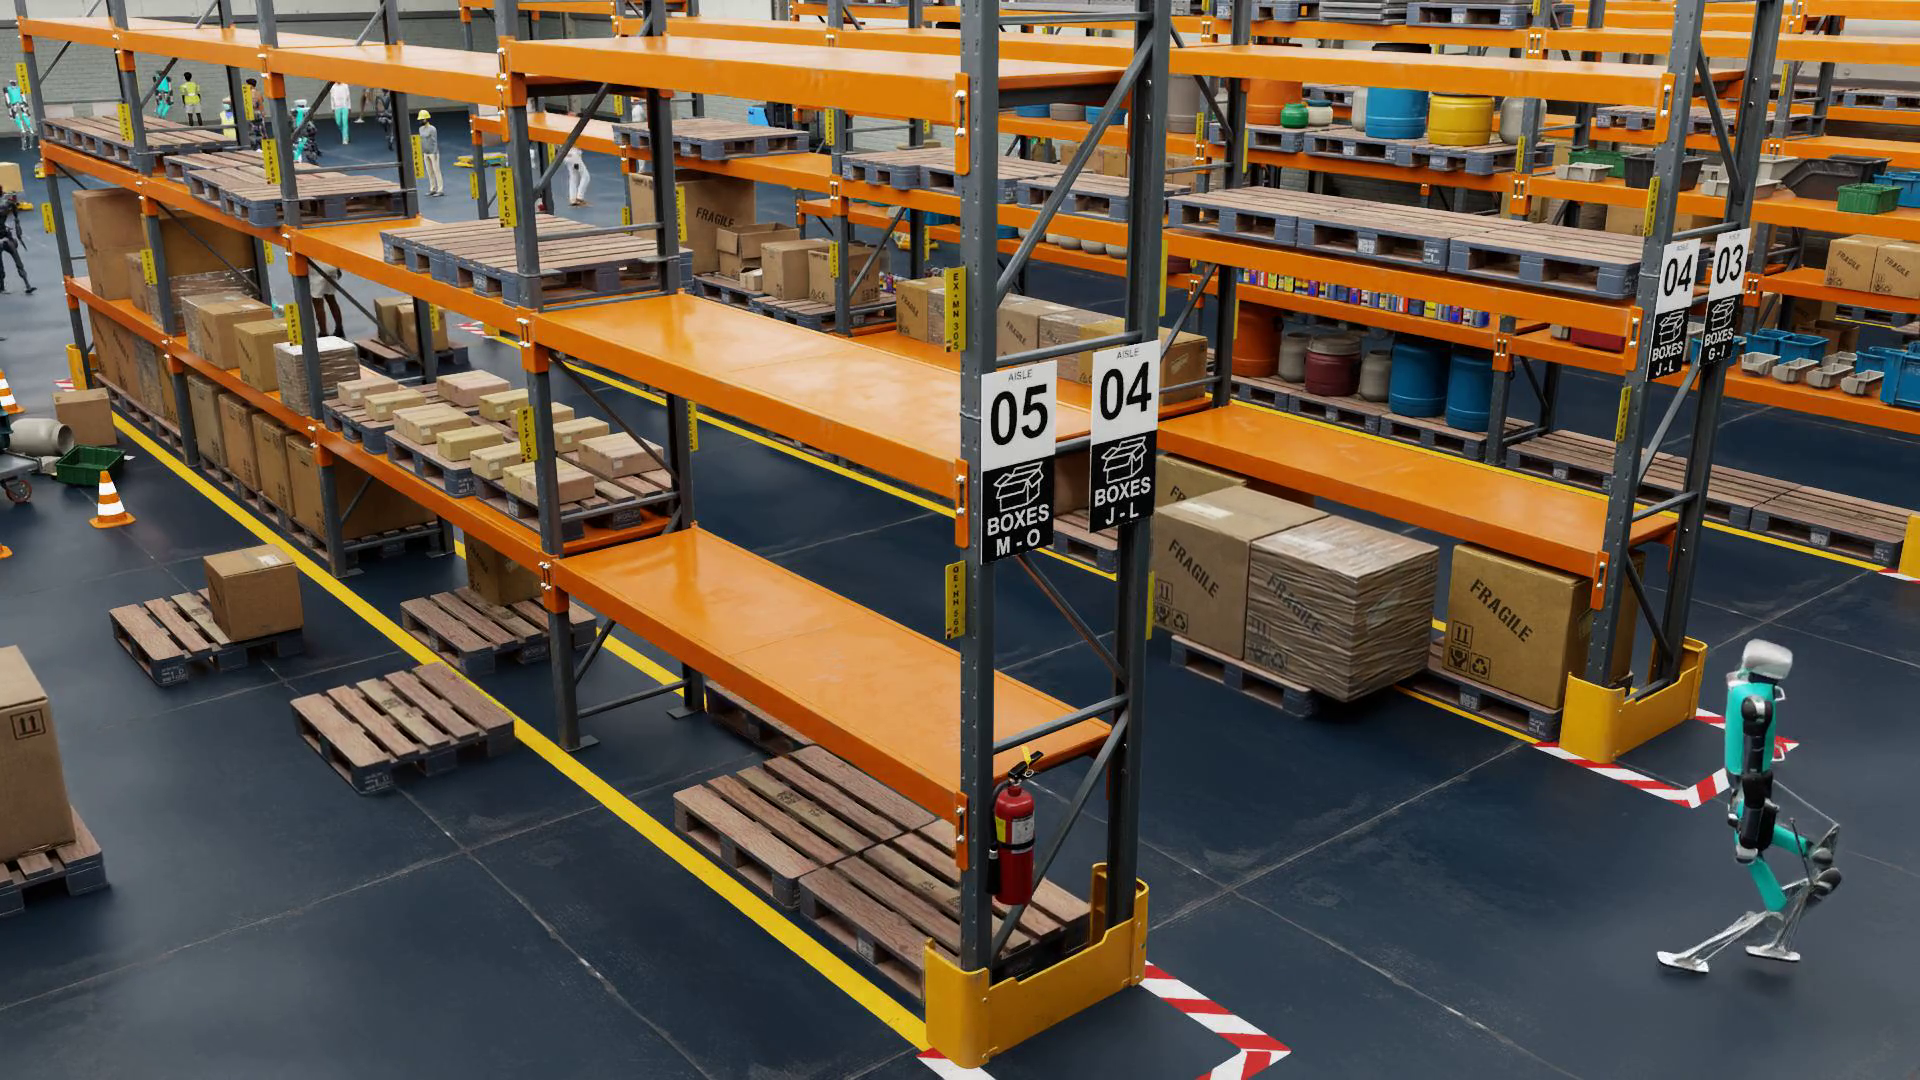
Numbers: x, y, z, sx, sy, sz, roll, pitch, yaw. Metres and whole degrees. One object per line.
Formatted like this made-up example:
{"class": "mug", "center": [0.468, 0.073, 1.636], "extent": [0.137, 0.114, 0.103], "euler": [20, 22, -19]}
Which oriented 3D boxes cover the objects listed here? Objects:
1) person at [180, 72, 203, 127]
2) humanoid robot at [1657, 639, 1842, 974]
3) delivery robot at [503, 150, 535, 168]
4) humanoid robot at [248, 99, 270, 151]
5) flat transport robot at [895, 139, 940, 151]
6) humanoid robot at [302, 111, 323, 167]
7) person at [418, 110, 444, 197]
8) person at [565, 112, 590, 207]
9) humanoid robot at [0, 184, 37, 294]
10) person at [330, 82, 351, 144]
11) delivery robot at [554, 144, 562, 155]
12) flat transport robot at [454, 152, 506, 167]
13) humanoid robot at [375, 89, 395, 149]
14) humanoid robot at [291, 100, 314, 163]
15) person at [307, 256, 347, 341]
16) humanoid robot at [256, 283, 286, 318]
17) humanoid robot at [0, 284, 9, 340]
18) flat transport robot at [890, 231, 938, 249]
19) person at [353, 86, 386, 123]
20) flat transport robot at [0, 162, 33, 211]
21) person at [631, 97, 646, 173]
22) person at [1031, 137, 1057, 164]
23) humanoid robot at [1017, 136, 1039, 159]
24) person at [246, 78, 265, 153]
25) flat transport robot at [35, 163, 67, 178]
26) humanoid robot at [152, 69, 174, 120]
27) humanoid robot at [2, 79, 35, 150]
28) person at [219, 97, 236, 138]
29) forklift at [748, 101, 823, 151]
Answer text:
{"class": "person", "center": [-21.632, -12.316, 46.846], "extent": [0.527, 1.689, 0.321], "euler": [-14, 24, -34]}
{"class": "humanoid robot", "center": [3.908, 1.336, 7.928], "extent": [0.901, 1.771, 0.543], "euler": [6, 20, 17]}
{"class": "delivery robot", "center": [-10.308, -8.951, 38.961], "extent": [0.499, 0.583, 0.767], "euler": [7, 21, 20]}
{"class": "humanoid robot", "center": [-16.256, -9.394, 38.596], "extent": [0.752, 1.625, 0.602], "euler": [3, 20, 8]}
{"class": "flat transport robot", "center": [-0.943, -7.844, 36.259], "extent": [0.659, 0.231, 1.431], "euler": [-8, 21, -21]}
{"class": "humanoid robot", "center": [-13.789, -8.294, 35.421], "extent": [0.343, 1.649, 0.597], "euler": [-2, 19, -7]}
{"class": "person", "center": [-11.018, -8.022, 34.522], "extent": [0.516, 1.756, 0.341], "euler": [13, 23, 33]}
{"class": "person", "center": [-7.583, -7.538, 32.983], "extent": [0.526, 1.868, 0.596], "euler": [-11, 22, -29]}
{"class": "humanoid robot", "center": [-14.027, -4.412, 24.395], "extent": [0.676, 1.631, 0.609], "euler": [14, 24, 35]}
{"class": "person", "center": [-16.472, -11.528, 44.301], "extent": [0.486, 1.897, 0.640], "euler": [-3, 20, -10]}
{"class": "delivery robot", "center": [-10.118, -10.028, 41.998], "extent": [0.499, 0.564, 0.737], "euler": [-12, 23, -31]}
{"class": "flat transport robot", "center": [-11.363, -9.091, 39.809], "extent": [0.659, 0.231, 1.431], "euler": [11, 22, 28]}
{"class": "humanoid robot", "center": [-14.772, -10.871, 42.784], "extent": [0.596, 1.638, 0.606], "euler": [-3, 20, -9]}
{"class": "humanoid robot", "center": [-14.788, -8.941, 37.231], "extent": [0.878, 1.787, 0.531], "euler": [13, 23, 33]}
{"class": "person", "center": [-8.187, -3.439, 21.183], "extent": [0.405, 1.951, 0.716], "euler": [9, 21, 25]}
{"class": "humanoid robot", "center": [-8.698, -3.205, 20.872], "extent": [0.972, 1.761, 0.546], "euler": [-2, 19, -5]}
{"class": "humanoid robot", "center": [-12.632, -3.397, 21.471], "extent": [0.610, 1.642, 0.360], "euler": [10, 22, 27]}
{"class": "flat transport robot", "center": [-0.818, -5.276, 28.950], "extent": [0.659, 0.231, 1.431], "euler": [-3, 20, -9]}
{"class": "person", "center": [-17.771, -13.453, 49.880], "extent": [0.514, 1.823, 1.019], "euler": [16, 25, 39]}
{"class": "flat transport robot", "center": [-18.987, -6.508, 32.458], "extent": [0.659, 0.231, 1.431], "euler": [11, 22, 29]}
{"class": "person", "center": [-7.263, -9.146, 37.512], "extent": [0.352, 1.898, 0.562], "euler": [-3, 20, -8]}
{"class": "person", "center": [1.560, -6.850, 31.179], "extent": [0.535, 1.760, 0.400], "euler": [3, 20, 8]}
{"class": "humanoid robot", "center": [1.110, -7.340, 32.672], "extent": [0.990, 1.771, 0.533], "euler": [-15, 24, -37]}
{"class": "person", "center": [-17.789, -10.734, 42.091], "extent": [0.393, 1.855, 0.789], "euler": [-1, 19, -2]}
{"class": "flat transport robot", "center": [-20.706, -8.426, 37.916], "extent": [0.659, 0.231, 1.431], "euler": [-10, 21, -25]}
{"class": "humanoid robot", "center": [-22.321, -12.218, 46.453], "extent": [0.531, 1.771, 0.685], "euler": [3, 20, 9]}
{"class": "humanoid robot", "center": [-24.187, -10.953, 42.956], "extent": [0.805, 1.799, 0.530], "euler": [13, 23, 33]}
{"class": "person", "center": [-15.752, -8.640, 36.094], "extent": [0.550, 1.882, 0.466], "euler": [0, 19, 0]}
{"class": "forklift", "center": [-4.526, -11.368, 42.374], "extent": [1.129, 2.768, 1.873], "euler": [-15, 24, -37]}
